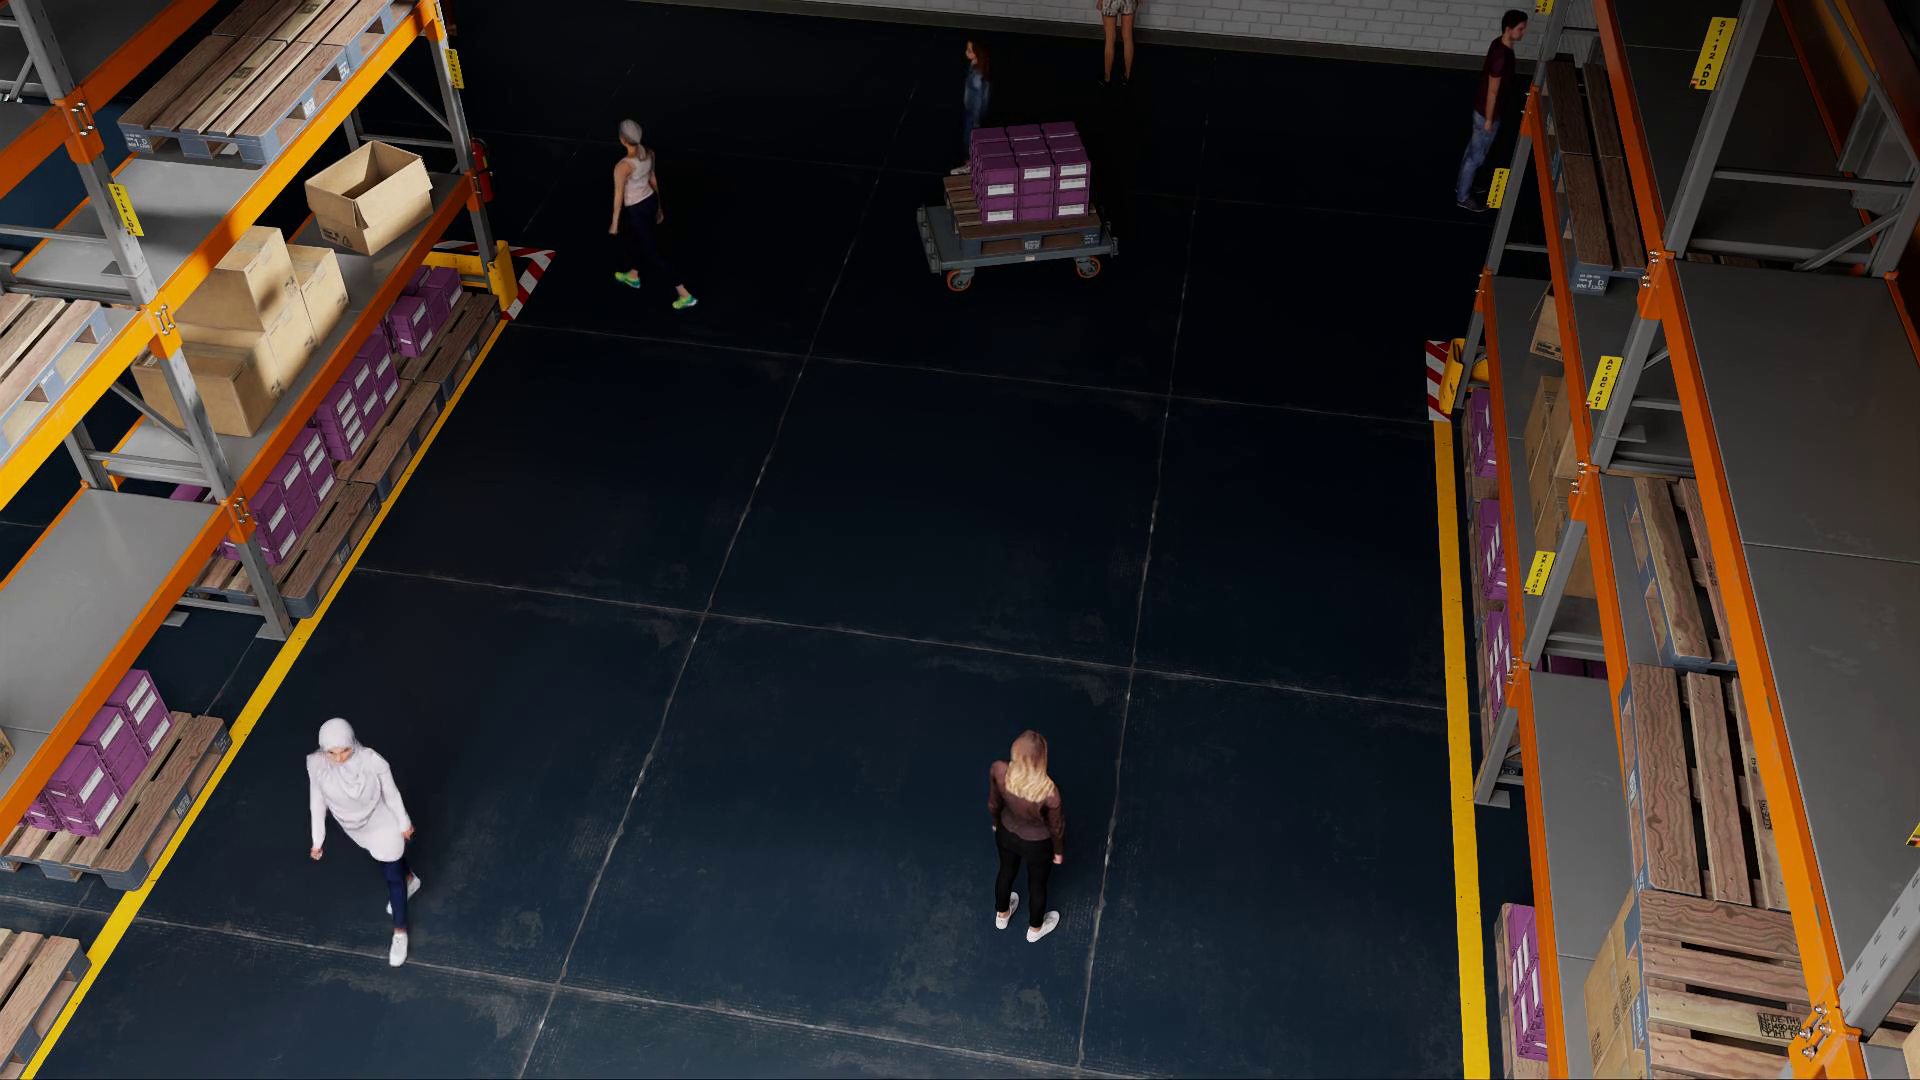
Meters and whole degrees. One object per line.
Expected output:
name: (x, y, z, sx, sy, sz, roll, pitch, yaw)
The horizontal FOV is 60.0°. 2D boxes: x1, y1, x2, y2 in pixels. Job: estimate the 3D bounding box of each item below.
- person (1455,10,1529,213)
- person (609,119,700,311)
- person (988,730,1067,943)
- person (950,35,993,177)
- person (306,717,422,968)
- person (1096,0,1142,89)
person: (4.752, -3.878, 14.919, 0.727, 1.851, 0.512, 11, 45, 11)
person: (-2.559, -2.645, 13.759, 0.940, 1.665, 1.178, 21, 47, 20)
person: (0.359, 1.648, 9.225, 0.668, 1.703, 0.629, 23, 48, 22)
person: (0.233, -3.968, 15.297, 0.689, 1.459, 0.828, 4, 44, 4)
person: (-3.271, 1.521, 9.315, 0.658, 1.762, 0.846, 10, 45, 10)
person: (1.588, -5.402, 16.522, 0.685, 1.845, 0.649, -9, 44, -9)
